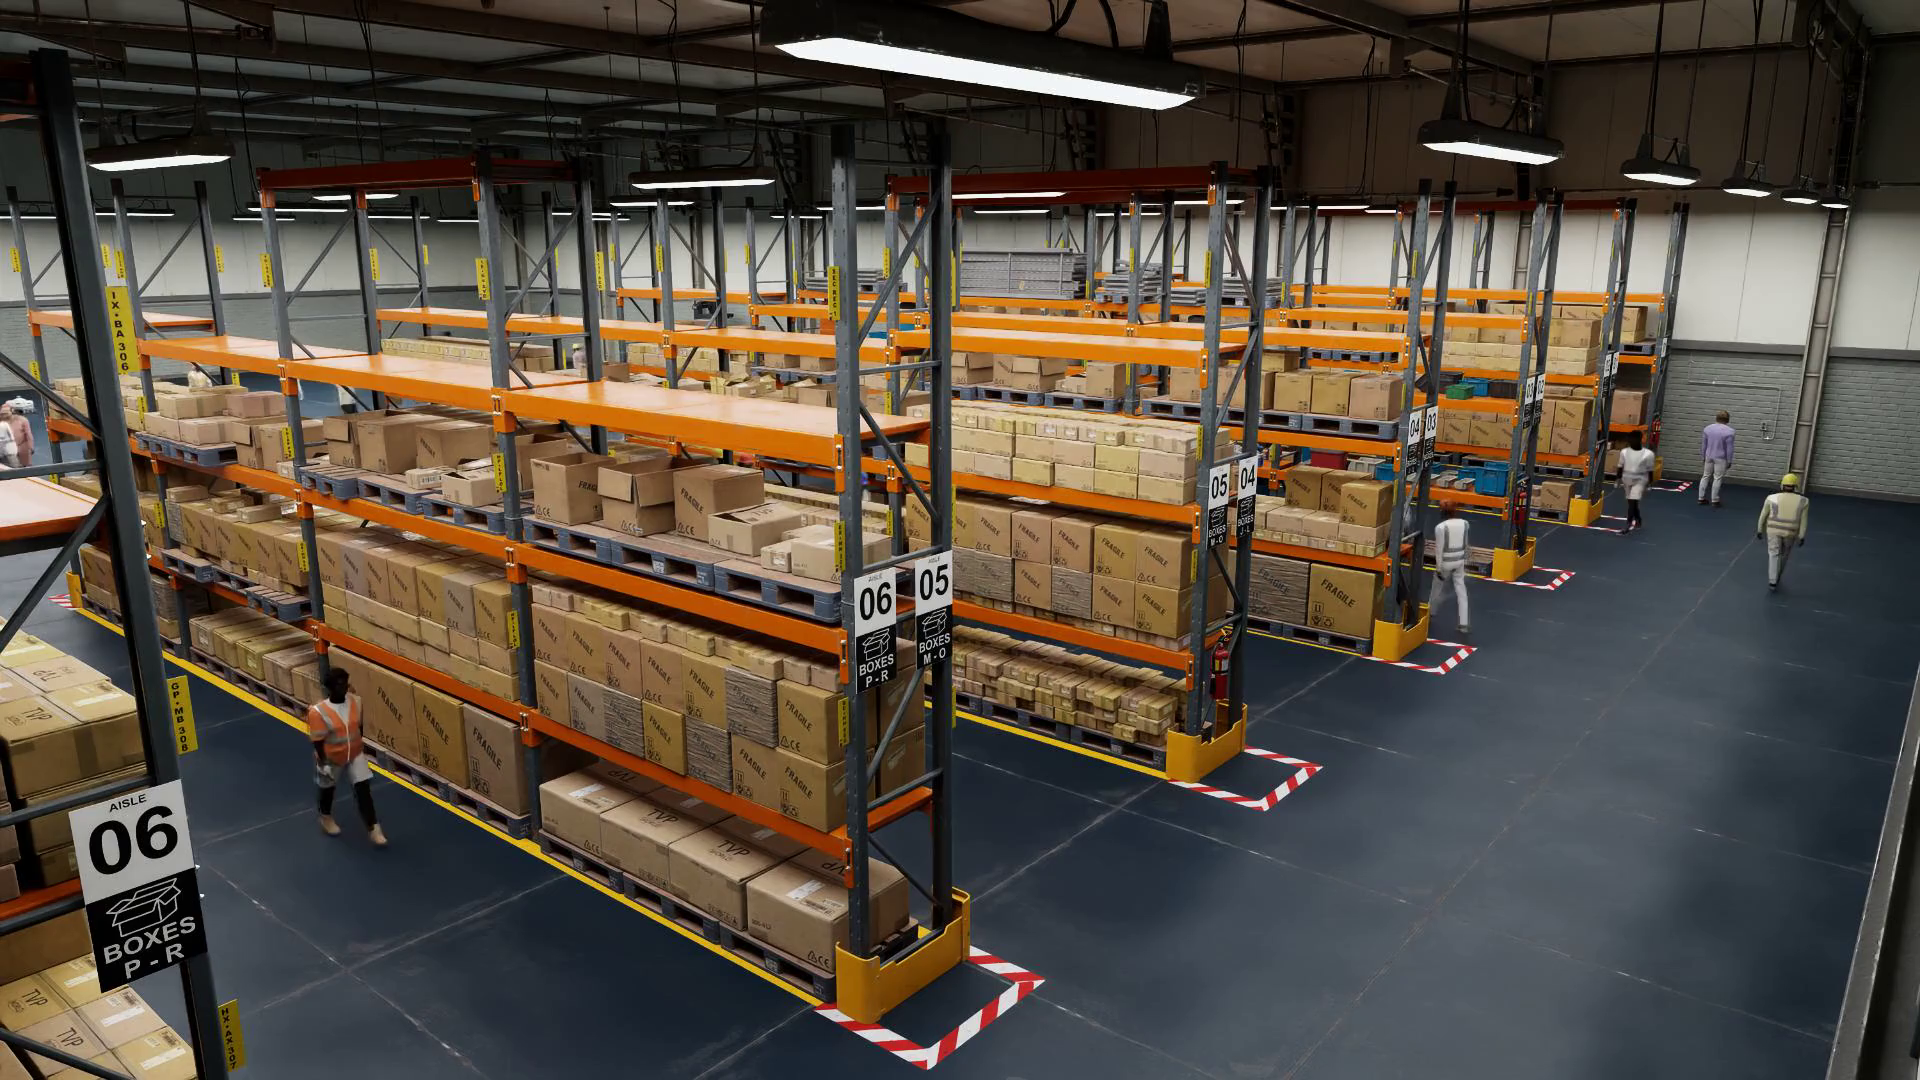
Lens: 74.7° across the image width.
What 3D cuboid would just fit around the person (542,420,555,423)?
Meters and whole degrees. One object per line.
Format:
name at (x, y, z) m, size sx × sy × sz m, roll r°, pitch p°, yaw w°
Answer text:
person at (-9.130, -2.291, 28.212) m, size 0.551 × 1.841 × 0.717 m, roll -5°, pitch 15°, yaw -20°

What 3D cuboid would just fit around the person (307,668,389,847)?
person at (-5.536, 1.927, 11.261) m, size 0.889 × 1.652 × 0.534 m, roll 10°, pitch 17°, yaw 36°

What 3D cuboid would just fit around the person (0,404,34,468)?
person at (-20.211, -2.002, 26.967) m, size 0.647 × 1.883 × 0.868 m, roll -8°, pitch 16°, yaw -30°

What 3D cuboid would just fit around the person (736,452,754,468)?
person at (-3.454, -0.447, 20.257) m, size 0.649 × 2.019 × 0.508 m, roll -10°, pitch 17°, yaw -36°

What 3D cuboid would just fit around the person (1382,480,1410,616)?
person at (6.027, 0.157, 17.818) m, size 0.695 × 2.000 × 0.640 m, roll -9°, pitch 16°, yaw -33°

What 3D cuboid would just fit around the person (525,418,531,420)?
person at (-12.693, -4.142, 35.771) m, size 0.956 × 1.859 × 0.659 m, roll -9°, pitch 16°, yaw -32°

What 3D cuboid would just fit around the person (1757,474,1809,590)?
person at (12.728, -0.146, 19.517) m, size 0.613 × 1.784 × 0.924 m, roll 6°, pitch 15°, yaw 24°

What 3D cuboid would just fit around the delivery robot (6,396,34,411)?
delivery robot at (-28.703, -4.152, 38.445) m, size 0.707 × 0.478 × 0.477 m, roll 3°, pitch 14°, yaw 12°

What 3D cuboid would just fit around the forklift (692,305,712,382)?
forklift at (-9.511, -7.392, 47.124) m, size 1.873 × 2.768 × 1.129 m, roll 11°, pitch 17°, yaw 38°

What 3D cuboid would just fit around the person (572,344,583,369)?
person at (-13.057, -5.874, 43.201) m, size 0.900 × 1.729 × 0.530 m, roll 7°, pitch 15°, yaw 25°

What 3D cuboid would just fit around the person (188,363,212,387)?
person at (-21.553, -4.158, 35.798) m, size 0.549 × 1.872 × 0.929 m, roll -11°, pitch 17°, yaw -38°

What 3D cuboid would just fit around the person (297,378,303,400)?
person at (-22.021, -5.470, 41.503) m, size 0.296 × 1.744 × 0.489 m, roll 4°, pitch 14°, yaw 18°

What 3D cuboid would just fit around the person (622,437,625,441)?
person at (-8.101, -2.855, 31.067) m, size 0.745 × 1.617 × 0.515 m, roll -4°, pitch 14°, yaw -15°

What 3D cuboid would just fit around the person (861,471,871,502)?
person at (-1.465, -0.097, 19.026) m, size 0.800 × 1.914 × 0.637 m, roll 12°, pitch 18°, yaw 40°

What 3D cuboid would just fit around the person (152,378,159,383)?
person at (-20.015, -3.144, 31.614) m, size 0.648 × 1.905 × 0.874 m, roll -1°, pitch 14°, yaw -4°

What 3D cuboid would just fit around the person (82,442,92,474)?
person at (-16.021, -1.216, 23.622) m, size 0.601 × 1.927 × 0.627 m, roll 9°, pitch 16°, yaw 33°

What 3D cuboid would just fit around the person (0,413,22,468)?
person at (-19.878, -1.820, 26.238) m, size 1.023 × 1.867 × 0.611 m, roll -9°, pitch 16°, yaw -31°

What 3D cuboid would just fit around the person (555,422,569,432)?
person at (-7.577, -1.517, 24.717) m, size 1.001 × 2.012 × 0.611 m, roll -2°, pitch 14°, yaw -6°

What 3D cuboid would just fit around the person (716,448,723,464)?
person at (-4.061, -0.689, 21.537) m, size 0.596 × 1.896 × 0.918 m, roll -11°, pitch 17°, yaw -38°

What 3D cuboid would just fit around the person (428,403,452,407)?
person at (-12.931, -3.061, 31.376) m, size 0.565 × 1.846 × 0.390 m, roll -8°, pitch 16°, yaw -28°

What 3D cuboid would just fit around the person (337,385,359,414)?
person at (-16.421, -3.692, 33.702) m, size 0.580 × 1.980 × 0.628 m, roll 3°, pitch 14°, yaw 13°

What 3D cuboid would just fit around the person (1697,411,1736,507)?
person at (15.245, -1.640, 25.362) m, size 0.373 × 1.934 × 0.630 m, roll -6°, pitch 15°, yaw -25°

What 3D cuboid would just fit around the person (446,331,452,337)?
person at (-20.096, -7.381, 49.516) m, size 0.482 × 1.664 × 0.570 m, roll 1°, pitch 14°, yaw 6°

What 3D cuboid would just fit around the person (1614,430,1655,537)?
person at (12.386, -1.076, 23.087) m, size 0.996 × 1.918 × 0.615 m, roll -10°, pitch 17°, yaw -35°

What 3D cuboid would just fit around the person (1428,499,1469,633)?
person at (6.808, 0.328, 17.474) m, size 0.675 × 1.827 × 0.991 m, roll -3°, pitch 14°, yaw -14°
